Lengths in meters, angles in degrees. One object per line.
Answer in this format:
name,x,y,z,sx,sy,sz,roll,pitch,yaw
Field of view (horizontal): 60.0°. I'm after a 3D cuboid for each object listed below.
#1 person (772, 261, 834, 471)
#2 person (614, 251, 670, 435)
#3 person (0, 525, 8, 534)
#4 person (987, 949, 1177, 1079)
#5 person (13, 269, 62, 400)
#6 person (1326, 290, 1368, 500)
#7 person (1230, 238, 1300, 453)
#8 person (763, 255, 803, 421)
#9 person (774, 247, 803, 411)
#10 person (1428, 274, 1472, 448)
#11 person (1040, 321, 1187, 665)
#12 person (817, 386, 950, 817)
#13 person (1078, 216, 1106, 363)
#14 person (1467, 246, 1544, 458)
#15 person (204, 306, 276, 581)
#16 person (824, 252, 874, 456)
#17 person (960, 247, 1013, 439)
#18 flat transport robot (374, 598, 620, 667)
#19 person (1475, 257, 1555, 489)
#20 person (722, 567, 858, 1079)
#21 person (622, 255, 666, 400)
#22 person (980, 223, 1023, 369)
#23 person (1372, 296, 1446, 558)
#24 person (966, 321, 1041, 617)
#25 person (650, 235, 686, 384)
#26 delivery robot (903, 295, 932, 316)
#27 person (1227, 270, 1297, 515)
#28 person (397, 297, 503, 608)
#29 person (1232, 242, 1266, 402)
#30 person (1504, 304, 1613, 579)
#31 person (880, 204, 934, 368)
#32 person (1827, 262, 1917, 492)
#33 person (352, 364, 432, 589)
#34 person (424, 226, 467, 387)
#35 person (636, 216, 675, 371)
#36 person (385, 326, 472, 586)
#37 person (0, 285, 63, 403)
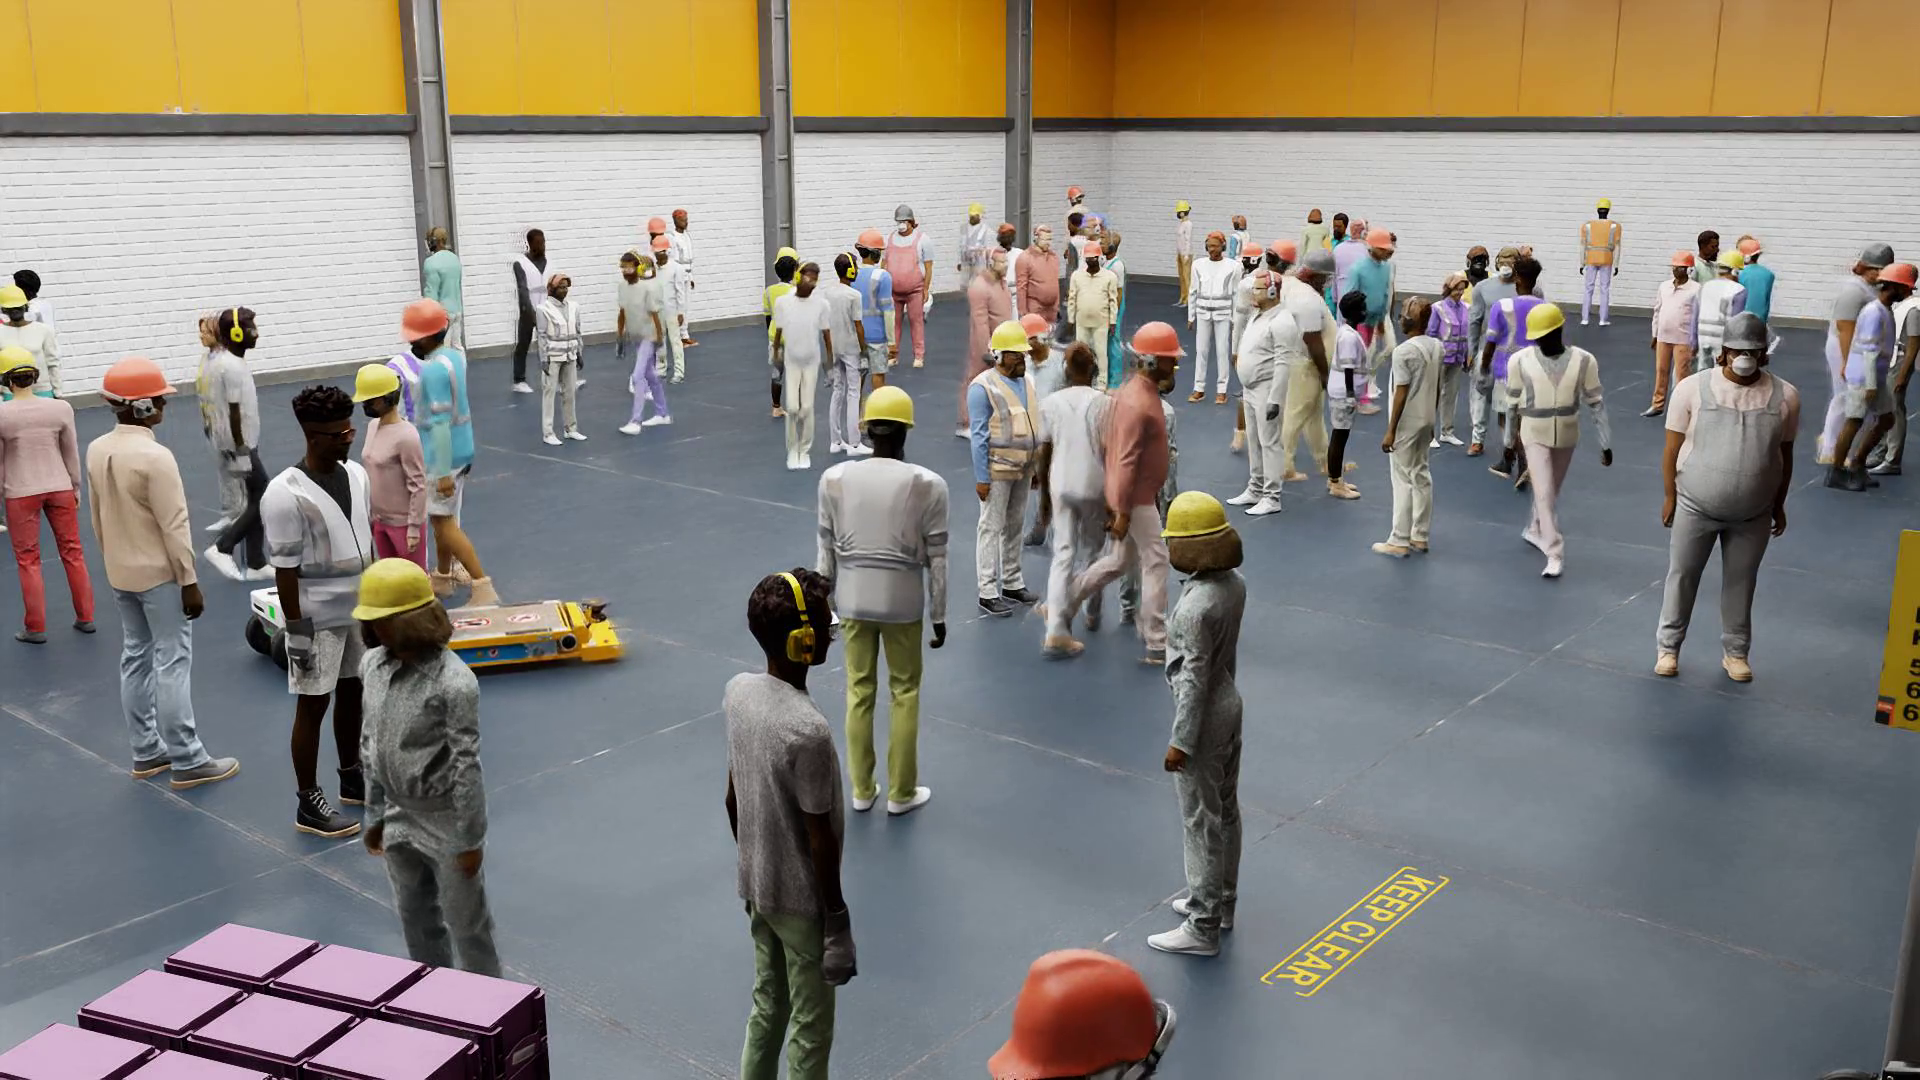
person,-1.385,-1.519,14.654,0.541,1.842,0.555,-2,14,-8
person,-3.156,-1.957,16.507,0.542,1.795,0.862,13,19,41
person,-7.265,-0.826,12.170,0.321,1.697,0.529,-4,15,-16
person,0.259,1.496,2.827,0.436,1.727,0.575,-7,16,-25
person,-8.677,-1.704,15.701,0.321,1.687,0.536,-2,14,-6
person,3.173,-1.192,13.632,0.321,1.697,0.529,2,14,9
person,2.809,-1.747,15.236,0.640,2.007,0.425,4,15,16
person,-1.782,-2.076,17.169,0.532,1.697,0.319,8,16,30
person,-1.774,-2.194,17.512,0.341,1.760,0.525,1,14,4
person,4.626,-1.697,15.775,0.513,1.638,0.309,-8,16,-28
person,0.914,-0.263,9.393,0.868,1.965,0.609,2,14,8
person,-0.323,0.274,7.355,0.596,1.902,0.448,3,14,13
person,1.649,-3.035,20.573,0.400,1.910,0.643,-5,15,-20
person,4.964,-1.713,15.226,0.635,1.937,0.353,6,15,22
person,-4.737,-0.608,10.989,0.449,1.852,0.544,-5,15,-20
person,-1.035,-1.713,15.366,0.513,1.872,0.328,12,19,41
person,0.403,-1.861,15.968,0.946,1.864,0.678,8,16,30
flat transport robot,-2.717,0.558,9.532,1.431,0.197,0.652,-5,15,-18
person,4.749,-1.418,14.072,0.615,1.934,0.901,-3,14,-13
person,-0.444,0.985,4.584,0.329,1.872,0.508,-11,18,-37
person,-3.588,-2.398,18.634,0.504,1.605,0.709,-13,19,-42
person,0.523,-2.832,19.857,0.581,1.867,0.410,-2,14,-8
person,3.178,-0.794,11.743,0.520,1.844,0.331,-11,18,-38
person,0.303,-0.451,10.398,0.403,1.833,0.586,11,18,38
person,-3.494,-2.717,19.636,0.569,1.743,0.349,7,16,26
delivery robot,-0.775,-3.674,25.678,0.707,0.478,0.477,0,14,-2
person,2.371,-1.156,13.065,0.410,1.909,0.642,-3,14,-12
person,-3.208,-0.524,10.369,0.693,2.005,0.711,-1,14,-6
person,3.201,-2.406,18.368,0.337,1.749,0.574,0,14,0
person,4.088,-0.708,11.426,0.708,1.837,1.021,1,14,5
person,-0.697,-3.184,20.897,0.683,2.000,0.537,4,15,14
person,7.562,-1.333,13.782,0.529,1.902,0.602,13,19,42
person,-3.107,-0.093,9.120,0.523,1.760,0.327,13,19,42
person,-5.659,-2.466,18.265,0.367,1.934,0.630,3,14,12
person,-3.763,-3.055,20.632,0.532,1.914,0.568,13,19,42
person,-3.428,-0.557,10.832,0.430,1.836,0.618,10,17,35
person,-7.607,-1.204,13.566,0.527,1.754,0.362,-8,16,-31
